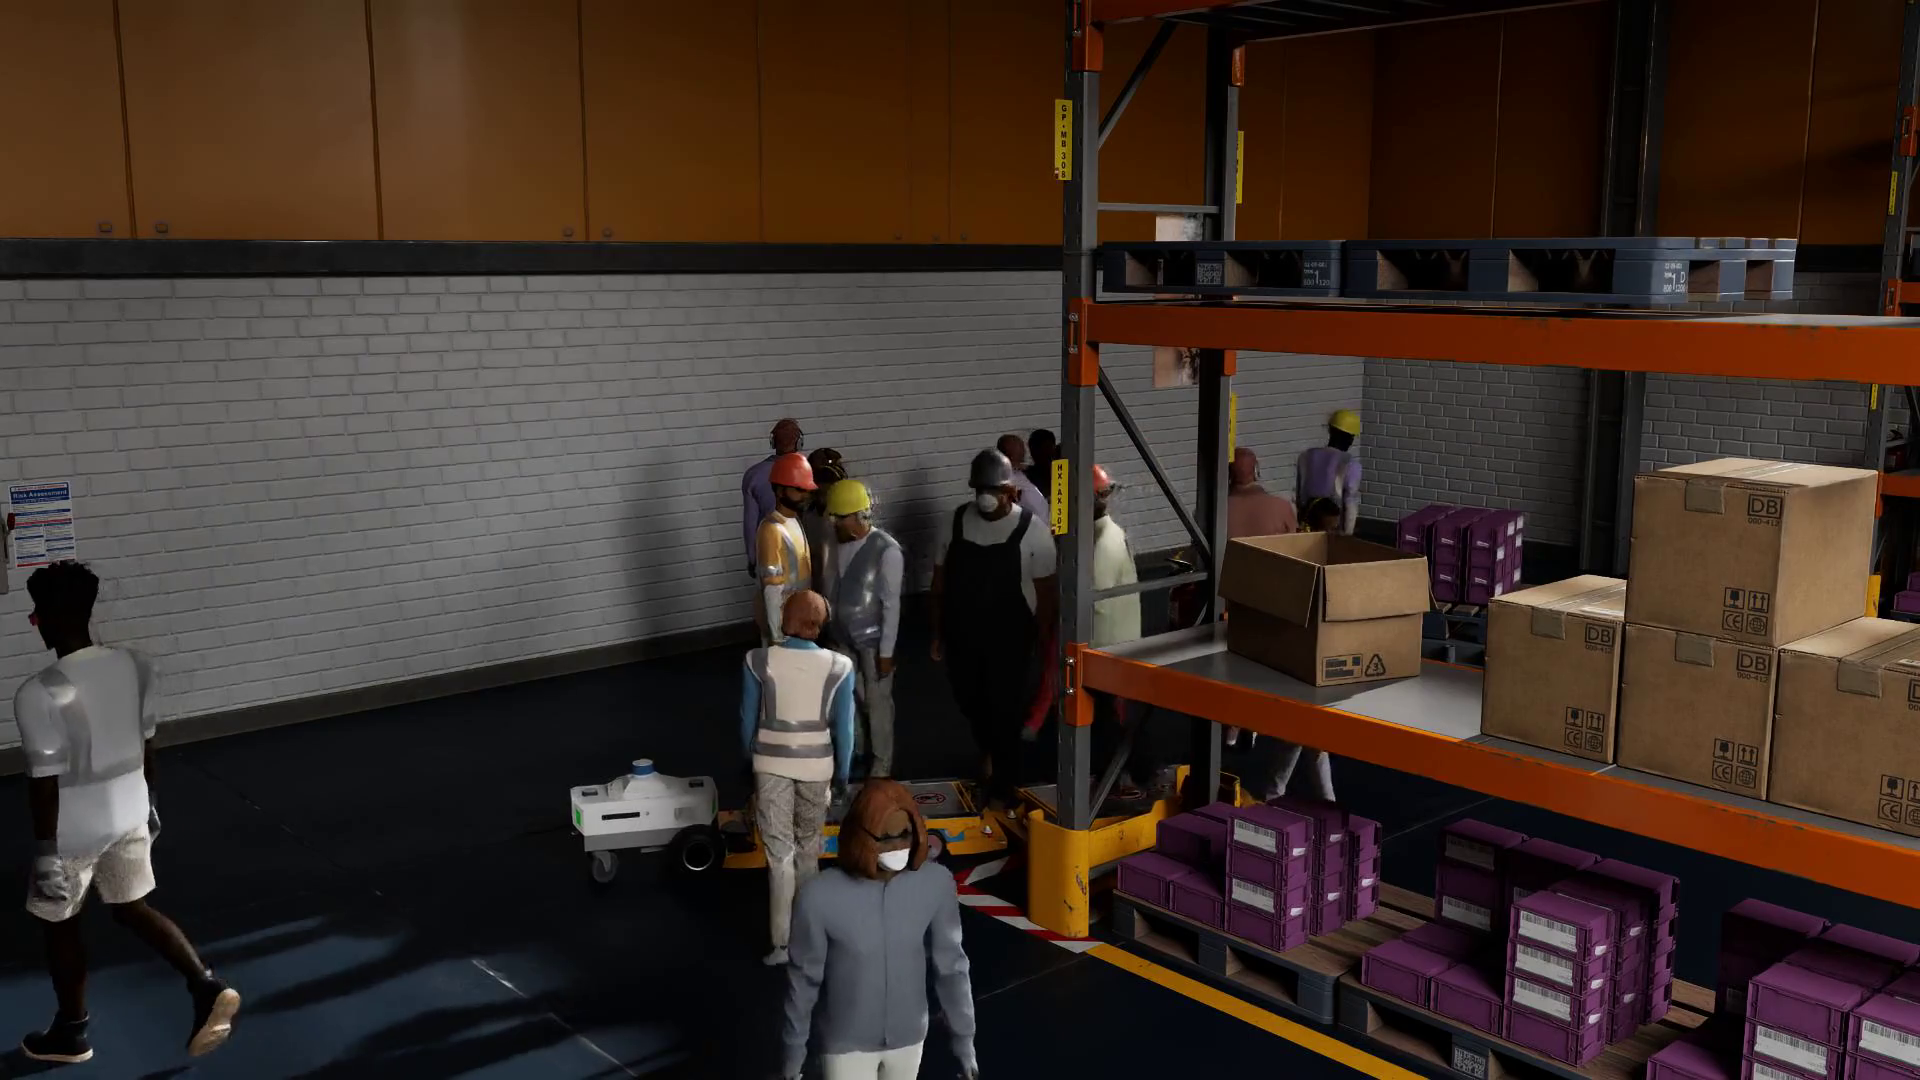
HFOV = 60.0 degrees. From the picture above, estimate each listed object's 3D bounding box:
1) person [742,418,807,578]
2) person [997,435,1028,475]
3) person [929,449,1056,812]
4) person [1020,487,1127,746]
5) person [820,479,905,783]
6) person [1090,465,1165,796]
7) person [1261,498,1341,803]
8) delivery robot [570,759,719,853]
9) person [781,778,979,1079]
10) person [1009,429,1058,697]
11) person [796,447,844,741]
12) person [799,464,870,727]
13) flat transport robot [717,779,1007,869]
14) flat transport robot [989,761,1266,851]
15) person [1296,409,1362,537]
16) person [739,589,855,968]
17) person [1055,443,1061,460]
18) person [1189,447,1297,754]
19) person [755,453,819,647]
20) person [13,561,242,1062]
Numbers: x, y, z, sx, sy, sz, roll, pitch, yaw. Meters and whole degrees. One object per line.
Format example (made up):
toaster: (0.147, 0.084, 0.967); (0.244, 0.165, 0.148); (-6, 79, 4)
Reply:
person: (-1.198, 0.097, 11.701); (0.641, 1.909, 0.409); (-1, 10, -4)
person: (0.399, -0.055, 13.492); (0.520, 1.605, 0.738); (-4, 11, -24)
person: (0.187, 0.448, 9.255); (0.688, 2.000, 0.928); (3, 10, 18)
person: (0.709, 0.436, 10.279); (0.900, 1.716, 0.533); (-8, 13, -41)
person: (-0.568, 0.549, 9.330); (0.626, 1.804, 0.440); (8, 13, 41)
person: (0.764, 0.570, 8.753); (0.556, 1.961, 0.659); (2, 10, 12)
person: (1.853, 0.693, 8.480); (0.510, 1.817, 1.001); (-6, 11, -31)
delivery robot: (-1.558, 1.325, 8.194); (0.707, 0.478, 0.477); (-3, 10, -15)
person: (-0.190, 1.455, 4.643); (0.516, 1.586, 0.842); (-5, 11, -27)
person: (0.481, 0.138, 11.588); (0.626, 1.879, 0.880); (-6, 11, -31)
person: (-0.858, 0.336, 10.481); (0.351, 1.846, 0.506); (-8, 12, -39)
person: (-0.725, 0.419, 10.152); (0.574, 1.822, 0.942); (7, 12, 34)
flat transport robot: (-0.520, 1.447, 8.579); (1.431, 0.197, 0.652); (-2, 10, -10)
flat transport robot: (0.935, 1.413, 8.778); (1.431, 0.197, 0.652); (-4, 10, -22)
person: (2.871, -0.077, 12.824); (0.624, 1.861, 0.956); (9, 13, 42)
person: (-0.705, 1.015, 7.254); (0.514, 1.595, 0.838); (-2, 10, -11)
person: (0.841, 0.101, 12.370); (0.538, 1.670, 0.676); (-2, 10, -11)
person: (1.714, 0.384, 10.083); (0.679, 1.885, 0.641); (1, 10, 7)
person: (-0.968, 0.467, 9.451); (0.374, 1.934, 0.549); (1, 10, 8)
person: (-3.150, 1.030, 6.156); (0.833, 1.940, 0.607); (3, 10, 16)
